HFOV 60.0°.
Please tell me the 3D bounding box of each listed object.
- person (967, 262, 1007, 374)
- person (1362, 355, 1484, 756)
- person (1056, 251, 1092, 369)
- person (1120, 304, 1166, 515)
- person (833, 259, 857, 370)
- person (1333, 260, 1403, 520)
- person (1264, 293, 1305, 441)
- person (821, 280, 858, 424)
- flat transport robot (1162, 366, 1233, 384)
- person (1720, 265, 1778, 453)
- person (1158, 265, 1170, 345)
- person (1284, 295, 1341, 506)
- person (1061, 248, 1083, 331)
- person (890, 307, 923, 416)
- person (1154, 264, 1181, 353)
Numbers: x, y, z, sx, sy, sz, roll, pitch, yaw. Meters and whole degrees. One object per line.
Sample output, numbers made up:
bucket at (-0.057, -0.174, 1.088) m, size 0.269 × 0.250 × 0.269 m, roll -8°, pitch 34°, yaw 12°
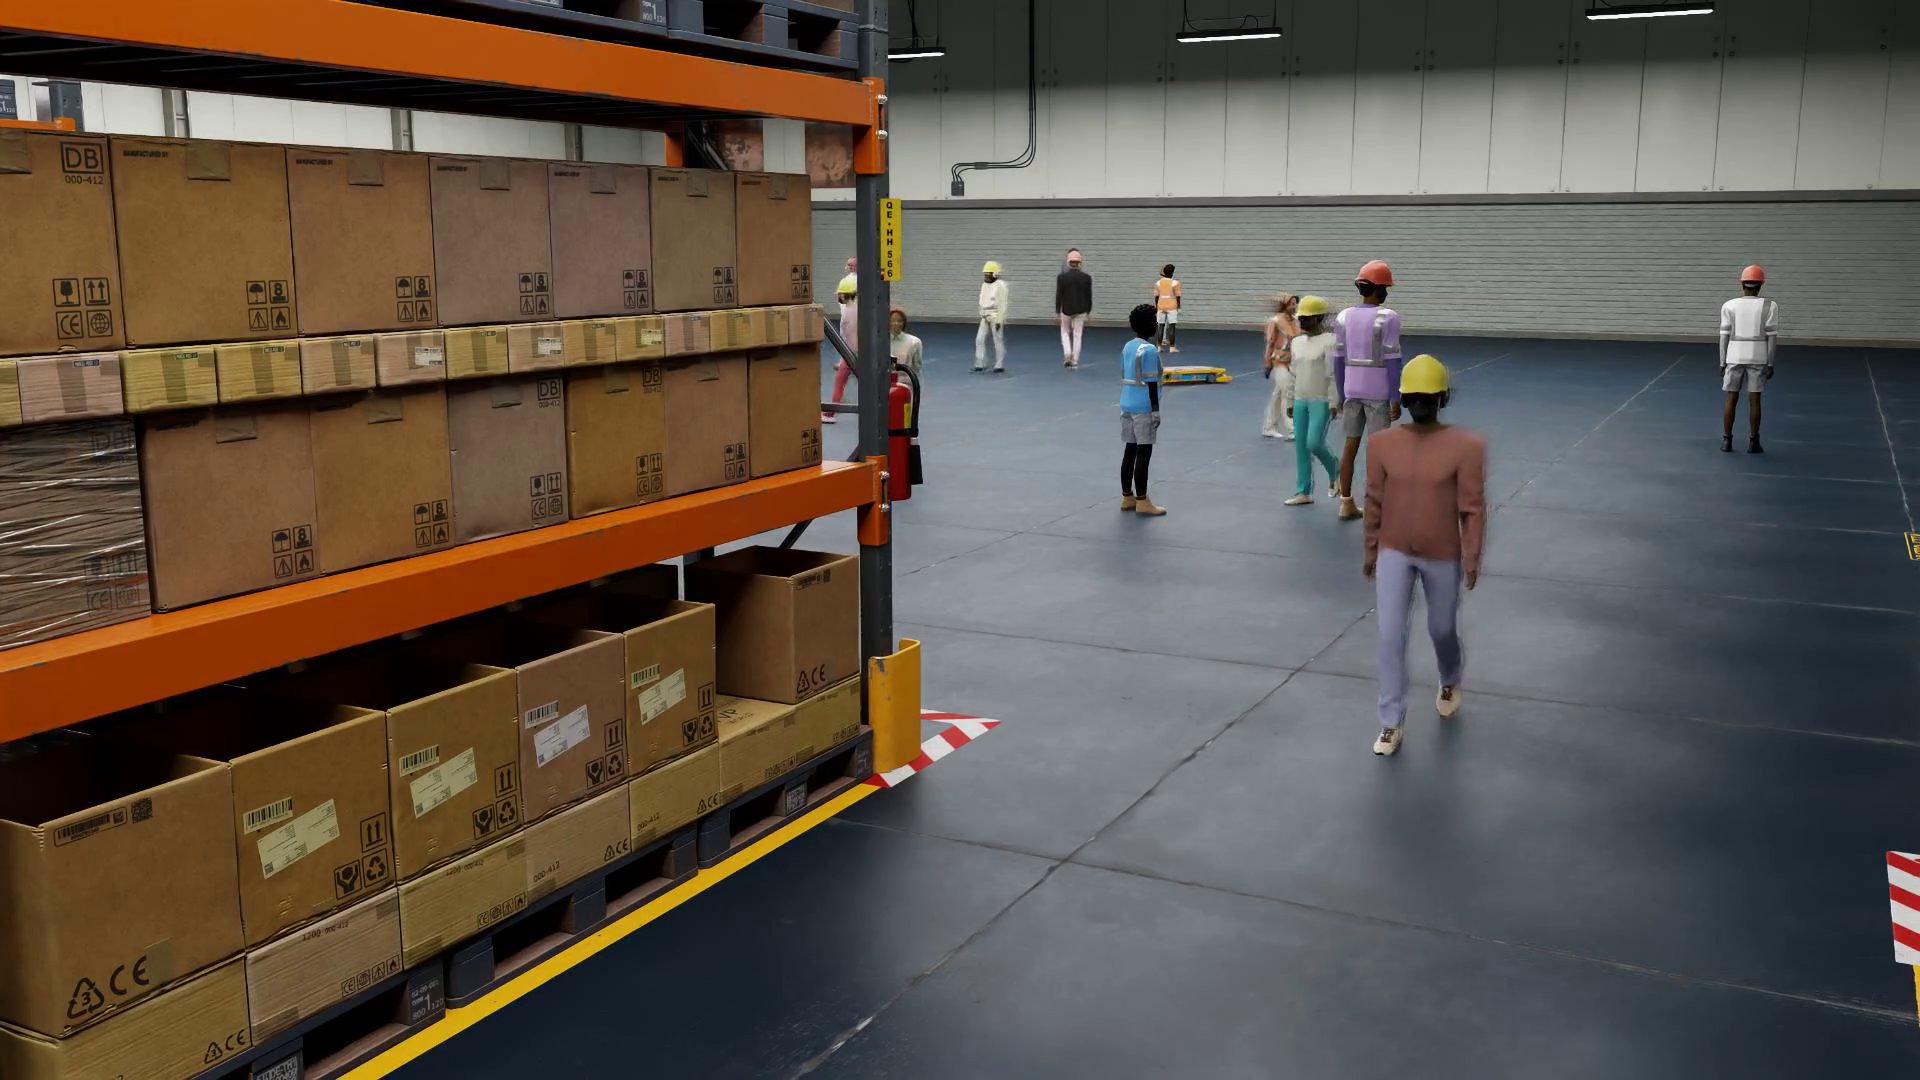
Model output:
person at (0.419, -3.557, 26.756) m, size 0.732 × 1.809 × 0.620 m, roll -7°, pitch 13°, yaw -35°
person at (2.069, 0.032, 7.416) m, size 0.528 × 1.737 × 0.823 m, roll 5°, pitch 12°, yaw 25°
person at (1.913, -3.852, 27.911) m, size 0.632 × 1.973 × 0.451 m, roll 0°, pitch 10°, yaw -2°
person at (1.466, -1.047, 13.395) m, size 0.318 × 1.697 × 0.535 m, roll -4°, pitch 11°, yaw -19°
person at (-1.704, -3.682, 27.312) m, size 0.665 × 1.867 × 0.981 m, roll -9°, pitch 14°, yaw -40°
person at (3.199, -1.148, 12.992) m, size 0.378 × 2.045 × 0.605 m, roll -8°, pitch 13°, yaw -39°
person at (3.638, -1.884, 18.204) m, size 0.521 × 1.607 × 0.794 m, roll -10°, pitch 14°, yaw -42°
person at (-1.290, -2.223, 19.766) m, size 0.925 × 1.716 × 0.541 m, roll 1°, pitch 10°, yaw 7°
flat transport robot at (3.376, -2.515, 25.288) m, size 1.431 × 0.197 × 0.652 m, roll -5°, pitch 11°, yaw -25°
person at (8.129, -1.862, 17.182) m, size 0.544 × 1.938 × 0.356 m, roll 6°, pitch 12°, yaw 30°
person at (4.246, -4.846, 34.282) m, size 0.281 × 1.633 × 0.500 m, roll -1°, pitch 10°, yaw -7°
person at (2.938, -1.153, 13.803) m, size 0.443 × 1.747 × 0.546 m, roll -7°, pitch 13°, yaw -34°
person at (2.627, -5.862, 38.990) m, size 0.379 × 1.940 × 0.629 m, roll -7°, pitch 13°, yaw -34°
person at (-0.599, -1.356, 15.369) m, size 0.508 × 1.593 × 0.897 m, roll 0°, pitch 10°, yaw 0°
person at (3.966, -4.408, 31.719) m, size 0.540 × 1.696 × 0.317 m, roll 6°, pitch 12°, yaw 32°
